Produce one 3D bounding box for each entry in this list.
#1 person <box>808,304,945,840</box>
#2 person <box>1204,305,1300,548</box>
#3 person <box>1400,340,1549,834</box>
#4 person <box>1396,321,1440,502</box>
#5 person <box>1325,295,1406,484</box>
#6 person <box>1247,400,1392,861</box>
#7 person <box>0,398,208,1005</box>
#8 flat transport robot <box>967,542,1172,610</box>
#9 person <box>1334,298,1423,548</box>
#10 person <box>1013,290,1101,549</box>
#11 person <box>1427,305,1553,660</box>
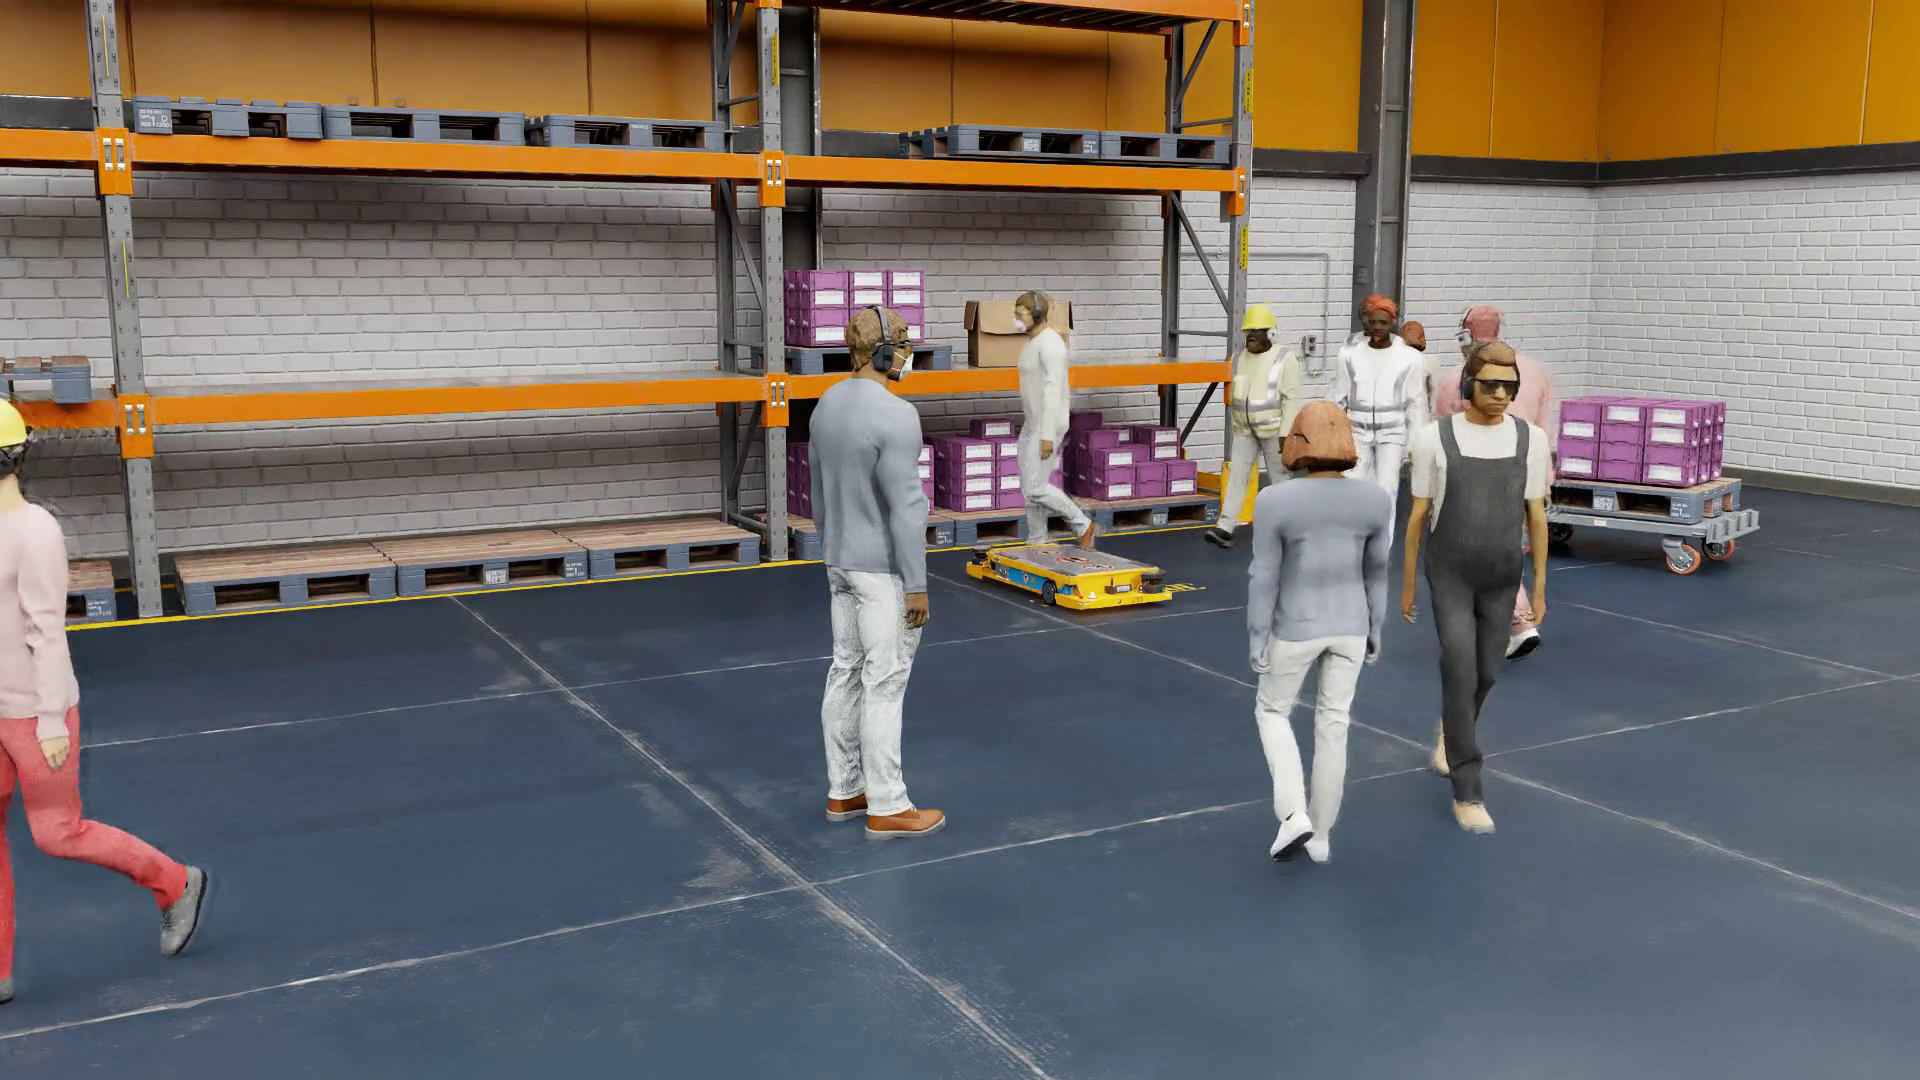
[{"bbox_3d":[-0.310,0.117,6.070,0.359,1.938,0.635,-6,11,-34],"label":"person"},{"bbox_3d":[2.177,-0.821,12.235,0.612,1.780,0.922,8,12,40],"label":"person"},{"bbox_3d":[1.966,0.131,6.402,0.519,1.814,0.886,0,9,1],"label":"person"},{"bbox_3d":[3.713,-0.994,13.777,0.500,1.633,0.280,3,10,19],"label":"person"},{"bbox_3d":[3.127,-0.979,12.991,0.559,1.857,0.680,-6,11,-33],"label":"person"},{"bbox_3d":[1.231,0.331,5.727,0.512,1.619,0.385,-1,9,-6],"label":"person"},{"bbox_3d":[-2.586,0.443,4.681,0.531,1.739,0.737,7,11,35],"label":"person"},{"bbox_3d":[0.667,0.207,10.595,0.652,0.197,1.431,-5,11,-28],"label":"flat transport robot"},{"bbox_3d":[2.748,-0.656,10.997,0.596,1.868,0.402,4,10,22],"label":"person"},{"bbox_3d":[0.616,-0.741,11.345,0.557,1.917,0.652,-2,10,-12],"label":"person"},{"bbox_3d":[2.695,-0.256,8.549,0.678,1.878,0.414,-4,10,-20],"label":"person"}]
